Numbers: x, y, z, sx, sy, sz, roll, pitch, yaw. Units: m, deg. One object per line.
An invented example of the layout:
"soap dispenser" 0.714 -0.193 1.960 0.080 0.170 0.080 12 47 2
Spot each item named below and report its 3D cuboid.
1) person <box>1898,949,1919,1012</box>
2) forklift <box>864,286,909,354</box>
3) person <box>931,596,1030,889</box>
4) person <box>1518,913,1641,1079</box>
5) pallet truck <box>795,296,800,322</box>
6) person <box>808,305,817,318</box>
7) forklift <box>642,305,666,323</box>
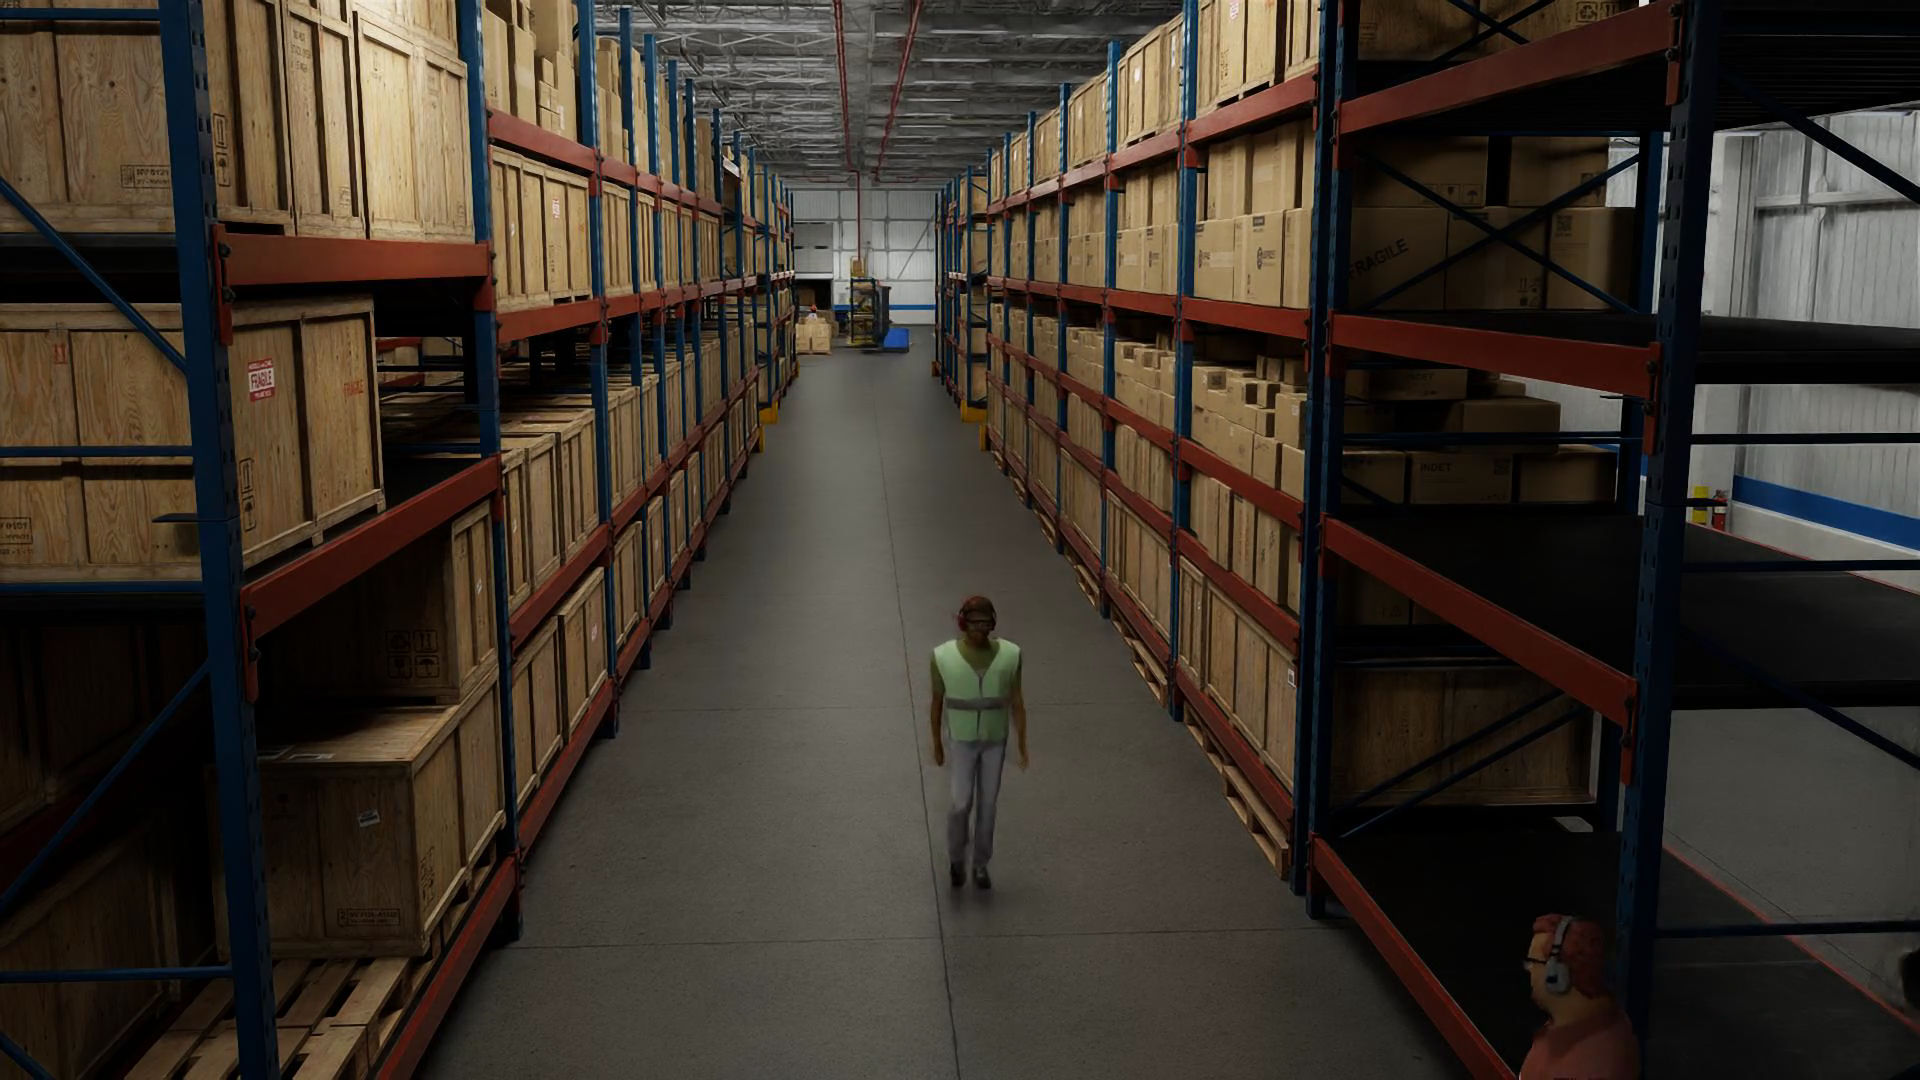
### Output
"person" 4.983 1.533 8.046 0.615 1.969 0.798 -1 10 -4
"forklift" -3.059 -9.121 68.949 1.873 2.768 1.129 -1 10 -3
"person" 0.122 1.240 10.186 0.578 1.829 0.453 -2 10 -12
"person" 1.921 2.074 5.046 0.615 1.882 0.692 4 10 25
"pallet truck" -8.622 -12.439 91.403 1.885 1.965 0.823 2 10 13
"person" -6.403 -9.285 72.738 0.543 1.939 0.356 9 13 43
"forklift" -9.904 -6.545 53.565 1.129 2.768 1.873 -1 10 -4
